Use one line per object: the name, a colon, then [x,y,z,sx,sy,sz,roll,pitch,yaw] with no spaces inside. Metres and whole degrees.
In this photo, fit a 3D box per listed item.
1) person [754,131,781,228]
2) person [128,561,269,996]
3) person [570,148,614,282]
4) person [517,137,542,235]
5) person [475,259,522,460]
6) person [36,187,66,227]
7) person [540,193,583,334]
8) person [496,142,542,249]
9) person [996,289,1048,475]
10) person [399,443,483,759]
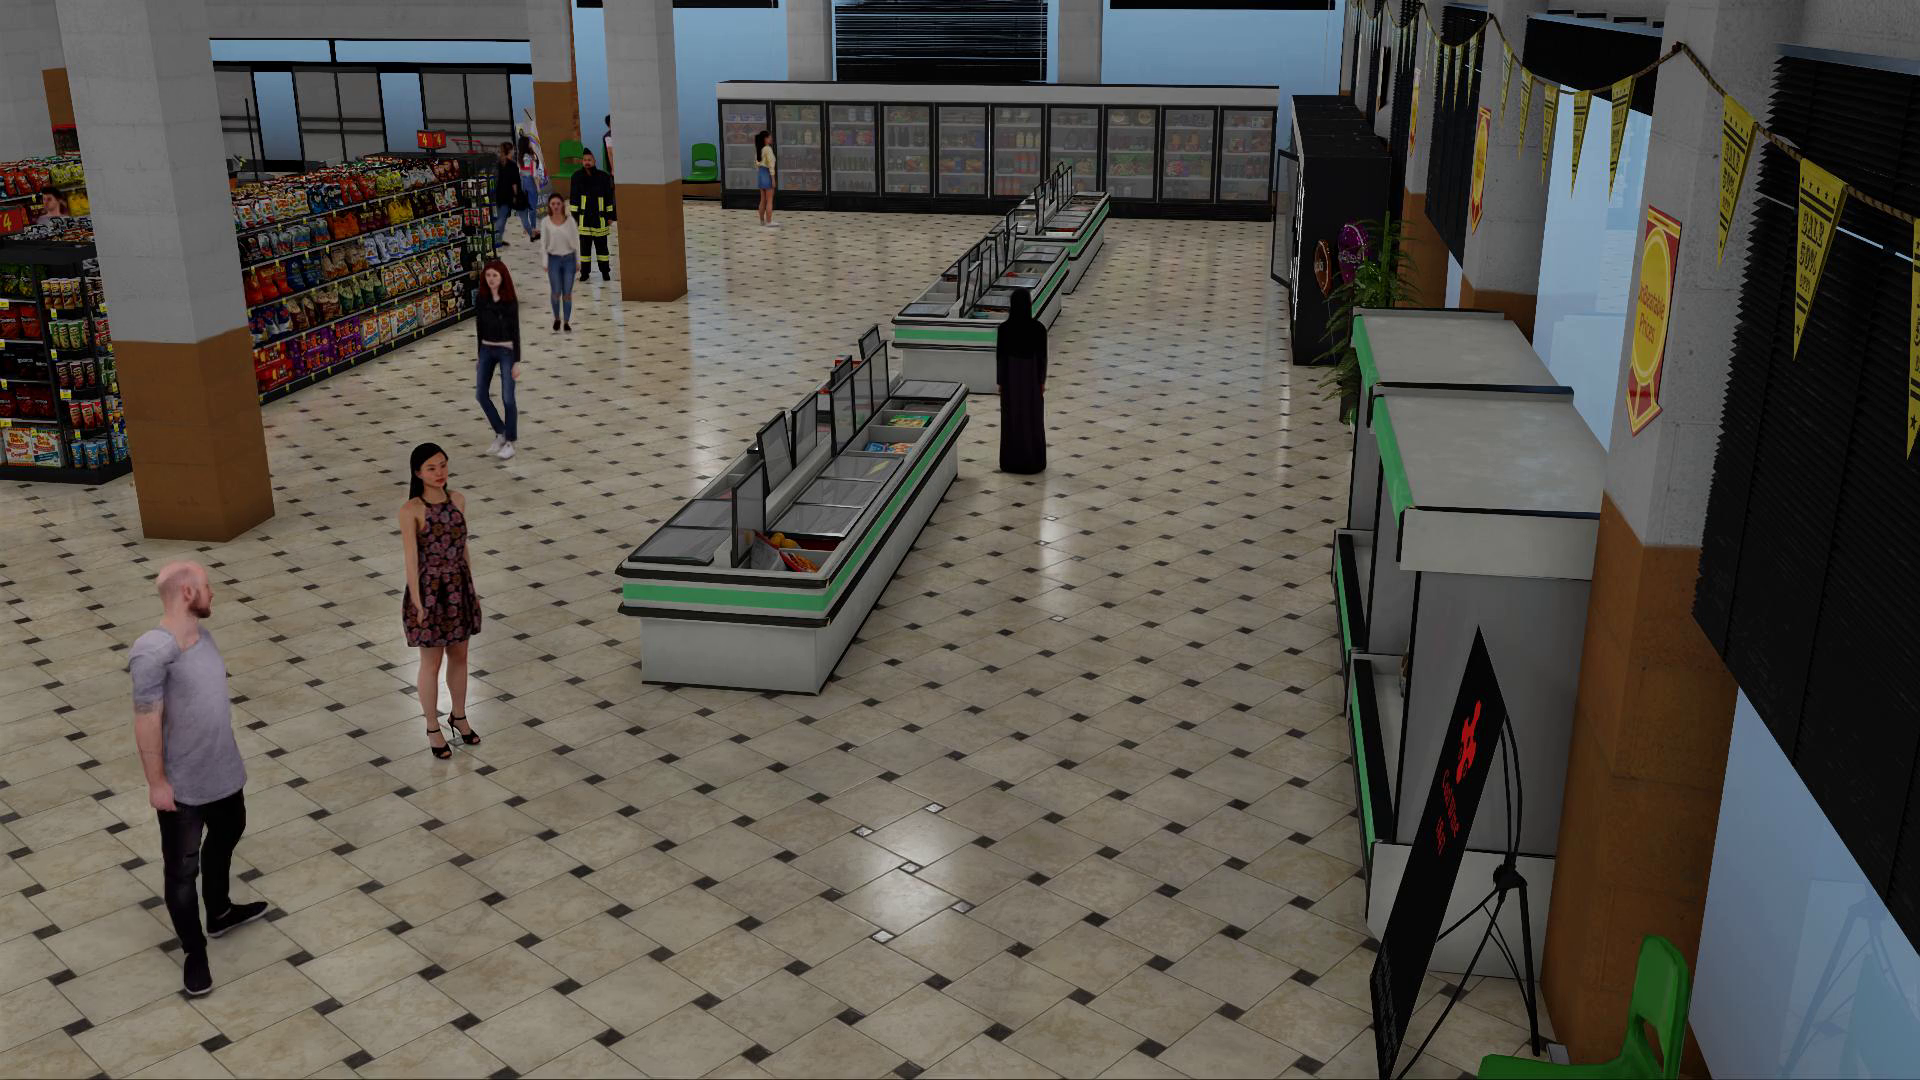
person: [-3.377,-6.292,28.952,0.755,1.630,0.707,-14,23,-36]
person: [-3.286,1.002,7.032,0.939,1.814,0.542,7,20,20]
person: [-5.234,-4.643,23.699,0.852,1.862,0.825,-3,19,-9]
person: [-7.295,-5.993,28.093,0.665,1.611,0.648,13,22,33]
person: [-4.074,-1.625,14.868,0.619,1.786,0.601,5,19,13]
person: [-10.284,-3.114,19.142,0.681,1.875,0.806,4,19,12]
person: [-4.832,-3.352,20.153,0.720,1.681,0.745,-6,20,-19]
person: [-7.226,-5.444,26.417,0.947,1.643,1.166,14,23,35]
person: [0.529,-1.382,14.414,0.605,1.614,0.582,2,19,7]
person: [-2.826,0.327,9.097,0.838,1.773,0.748,12,22,33]
